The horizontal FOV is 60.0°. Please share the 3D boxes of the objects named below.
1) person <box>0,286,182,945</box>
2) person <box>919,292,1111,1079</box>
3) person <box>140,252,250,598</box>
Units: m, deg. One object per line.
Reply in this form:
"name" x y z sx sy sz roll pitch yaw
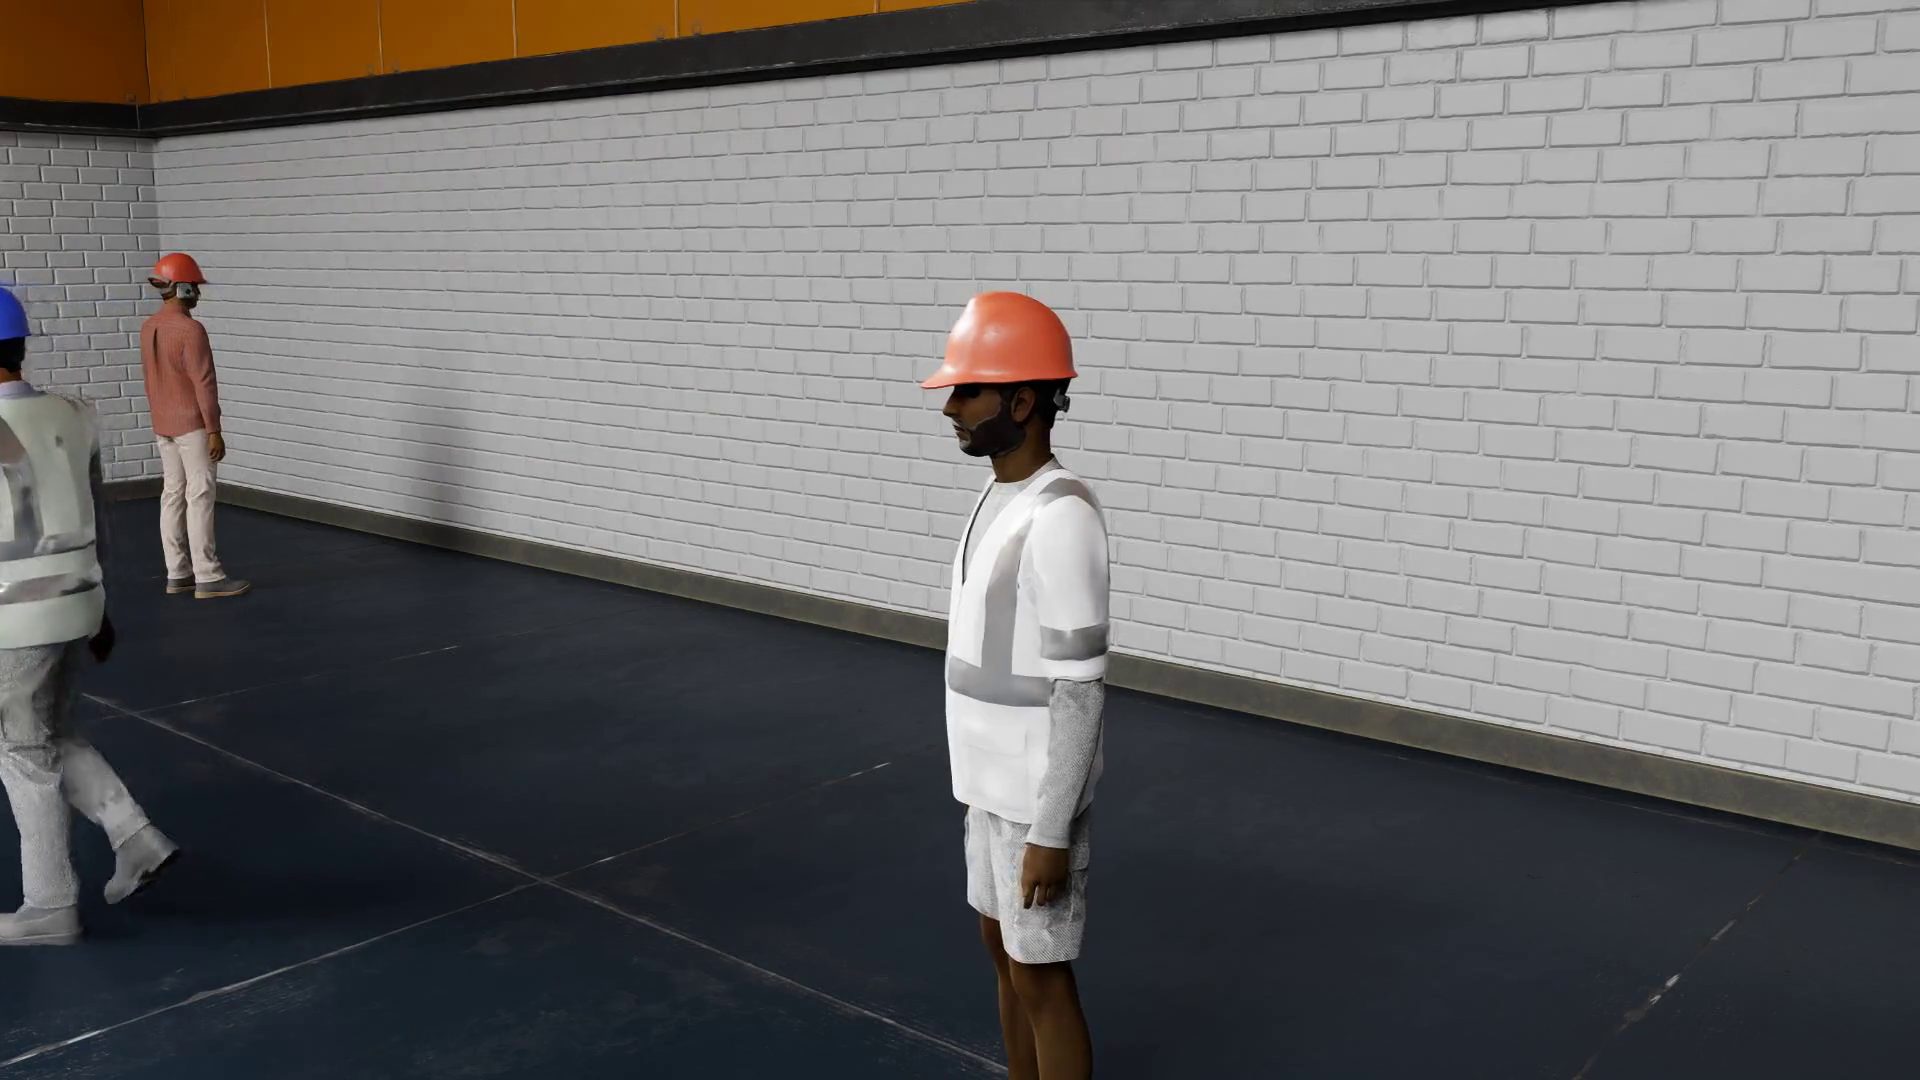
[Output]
"person" -2.674 0.228 4.778 0.466 1.935 0.607 0 10 2
"person" 0.100 0.478 3.352 0.356 1.936 0.551 -3 10 -14
"person" -4.478 -0.658 9.654 0.611 1.996 0.375 7 12 34
